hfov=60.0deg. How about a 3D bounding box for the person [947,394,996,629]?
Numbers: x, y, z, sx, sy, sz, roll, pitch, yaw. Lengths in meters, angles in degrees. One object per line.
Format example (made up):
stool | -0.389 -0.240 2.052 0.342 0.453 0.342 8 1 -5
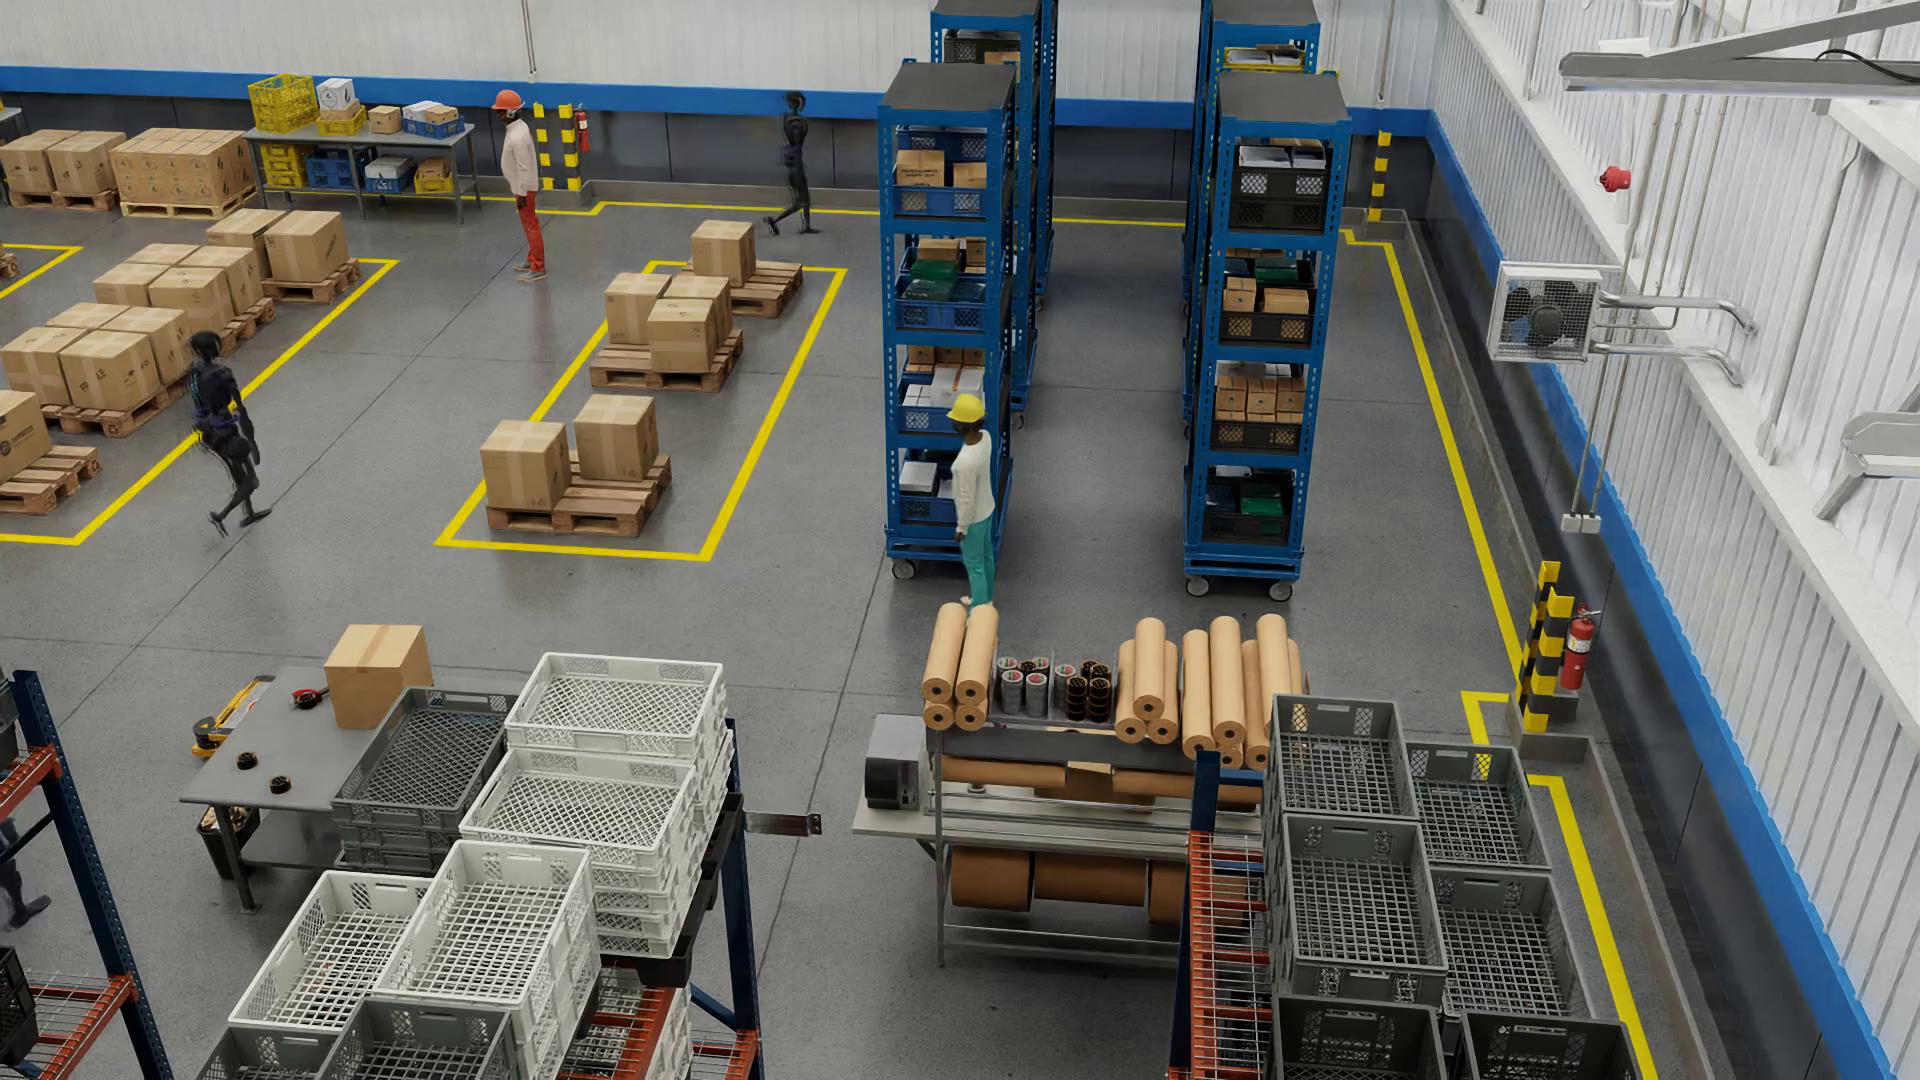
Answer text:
person | 0.070 -0.193 11.515 0.329 1.768 0.525 9 31 15

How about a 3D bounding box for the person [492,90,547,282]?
person | -4.562 -3.684 17.288 0.376 1.995 0.607 -8 31 -14

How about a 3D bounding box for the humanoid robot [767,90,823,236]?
humanoid robot | -1.864 -4.169 18.450 0.551 1.642 0.577 -2 30 -3

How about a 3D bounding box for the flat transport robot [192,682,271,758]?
flat transport robot | -4.089 1.163 10.648 1.431 0.197 0.652 3 30 6

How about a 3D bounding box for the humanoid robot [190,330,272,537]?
humanoid robot | -5.618 -0.804 12.662 0.600 1.651 0.505 19 35 29

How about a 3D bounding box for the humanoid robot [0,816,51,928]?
humanoid robot | -5.345 1.453 8.792 0.612 1.632 0.538 10 32 17
